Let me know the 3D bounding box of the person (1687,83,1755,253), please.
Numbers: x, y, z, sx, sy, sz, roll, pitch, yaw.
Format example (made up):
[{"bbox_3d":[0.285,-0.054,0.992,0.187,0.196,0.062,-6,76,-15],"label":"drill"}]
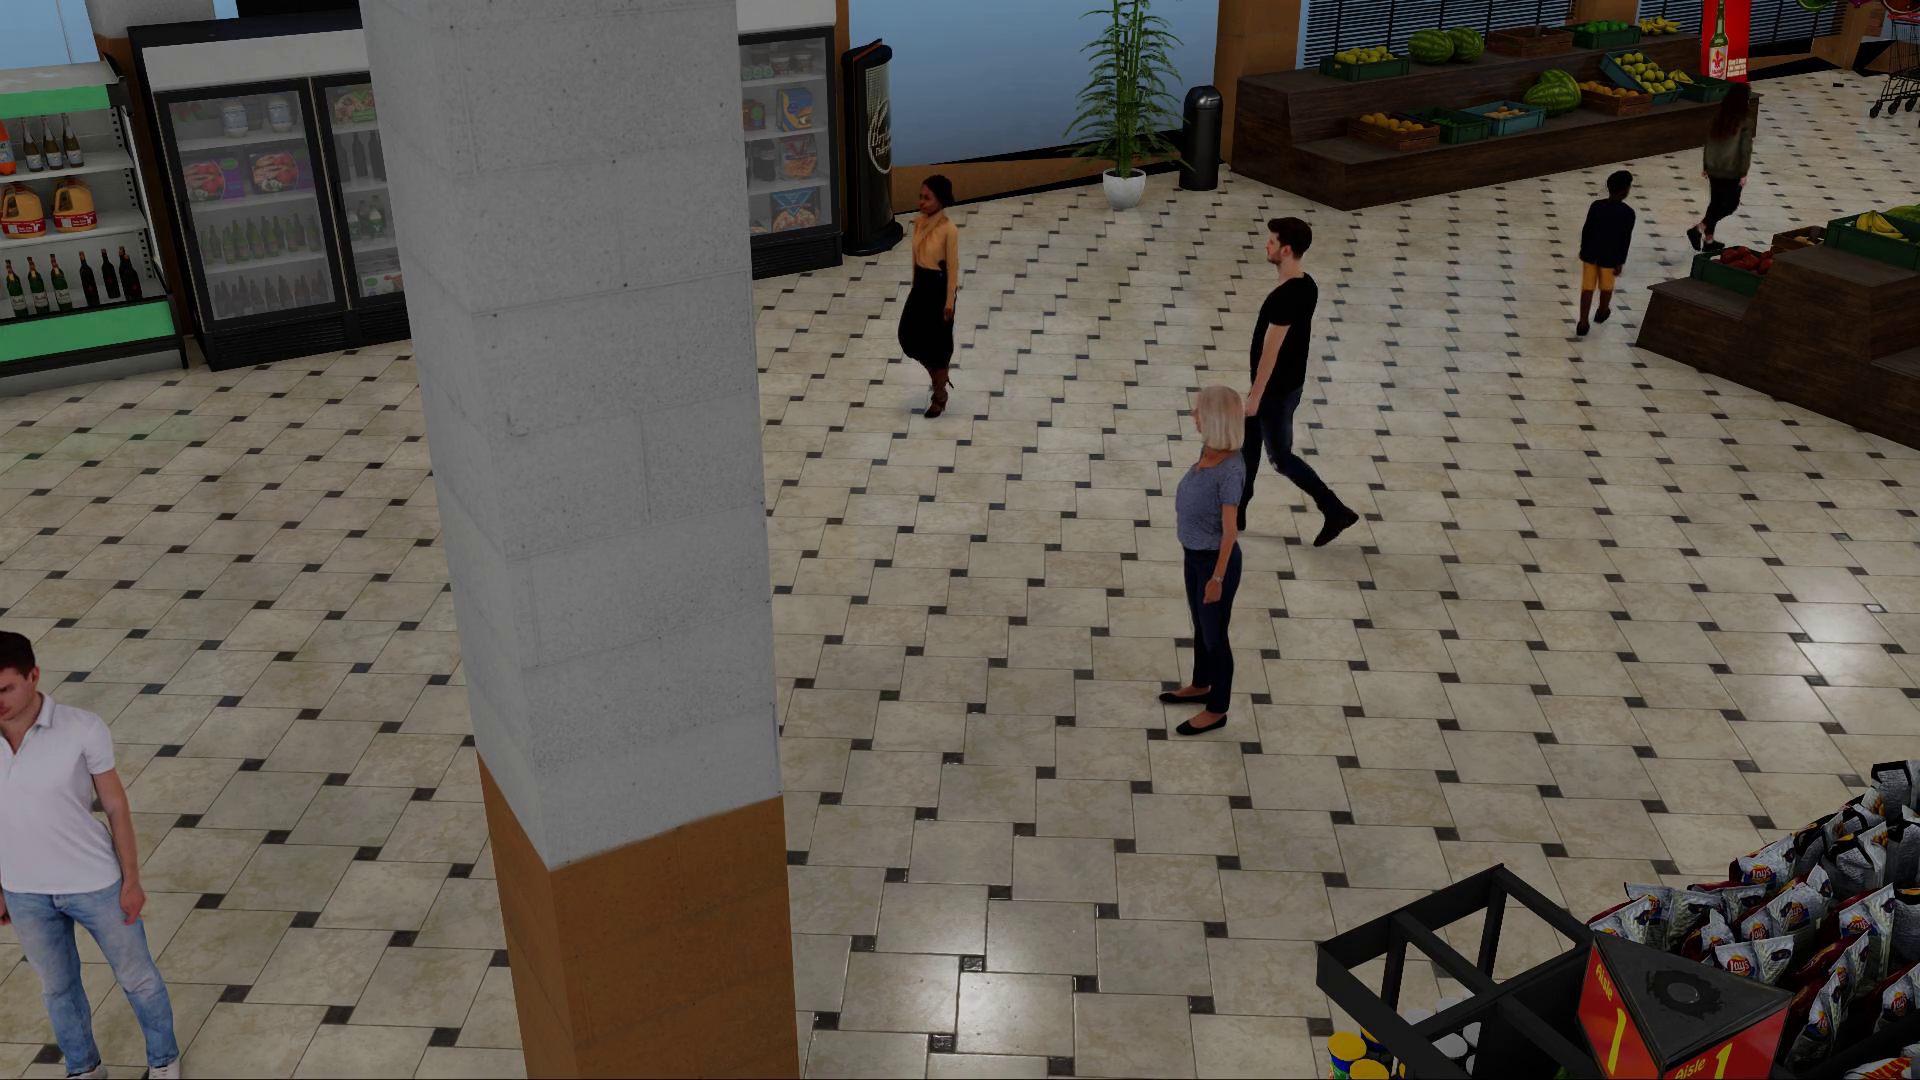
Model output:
[{"bbox_3d":[6.513,-3.152,14.265,0.801,1.464,0.627,-12,29,-22],"label":"person"}]

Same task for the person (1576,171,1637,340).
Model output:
[{"bbox_3d":[4.800,-2.117,12.466,0.764,1.245,0.899,14,30,25],"label":"person"}]

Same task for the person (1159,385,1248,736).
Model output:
[{"bbox_3d":[1.155,0.085,7.600,0.631,1.719,0.640,-3,27,-7],"label":"person"}]

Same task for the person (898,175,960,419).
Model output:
[{"bbox_3d":[-0.118,-1.611,11.023,0.689,1.648,0.663,-23,35,-38],"label":"person"}]

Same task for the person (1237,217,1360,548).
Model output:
[{"bbox_3d":[1.843,-0.828,9.233,1.224,1.871,1.155,7,28,13],"label":"person"}]

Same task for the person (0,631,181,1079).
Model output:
[{"bbox_3d":[-2.926,1.100,5.446,0.631,1.857,0.780,-3,27,-5],"label":"person"}]
